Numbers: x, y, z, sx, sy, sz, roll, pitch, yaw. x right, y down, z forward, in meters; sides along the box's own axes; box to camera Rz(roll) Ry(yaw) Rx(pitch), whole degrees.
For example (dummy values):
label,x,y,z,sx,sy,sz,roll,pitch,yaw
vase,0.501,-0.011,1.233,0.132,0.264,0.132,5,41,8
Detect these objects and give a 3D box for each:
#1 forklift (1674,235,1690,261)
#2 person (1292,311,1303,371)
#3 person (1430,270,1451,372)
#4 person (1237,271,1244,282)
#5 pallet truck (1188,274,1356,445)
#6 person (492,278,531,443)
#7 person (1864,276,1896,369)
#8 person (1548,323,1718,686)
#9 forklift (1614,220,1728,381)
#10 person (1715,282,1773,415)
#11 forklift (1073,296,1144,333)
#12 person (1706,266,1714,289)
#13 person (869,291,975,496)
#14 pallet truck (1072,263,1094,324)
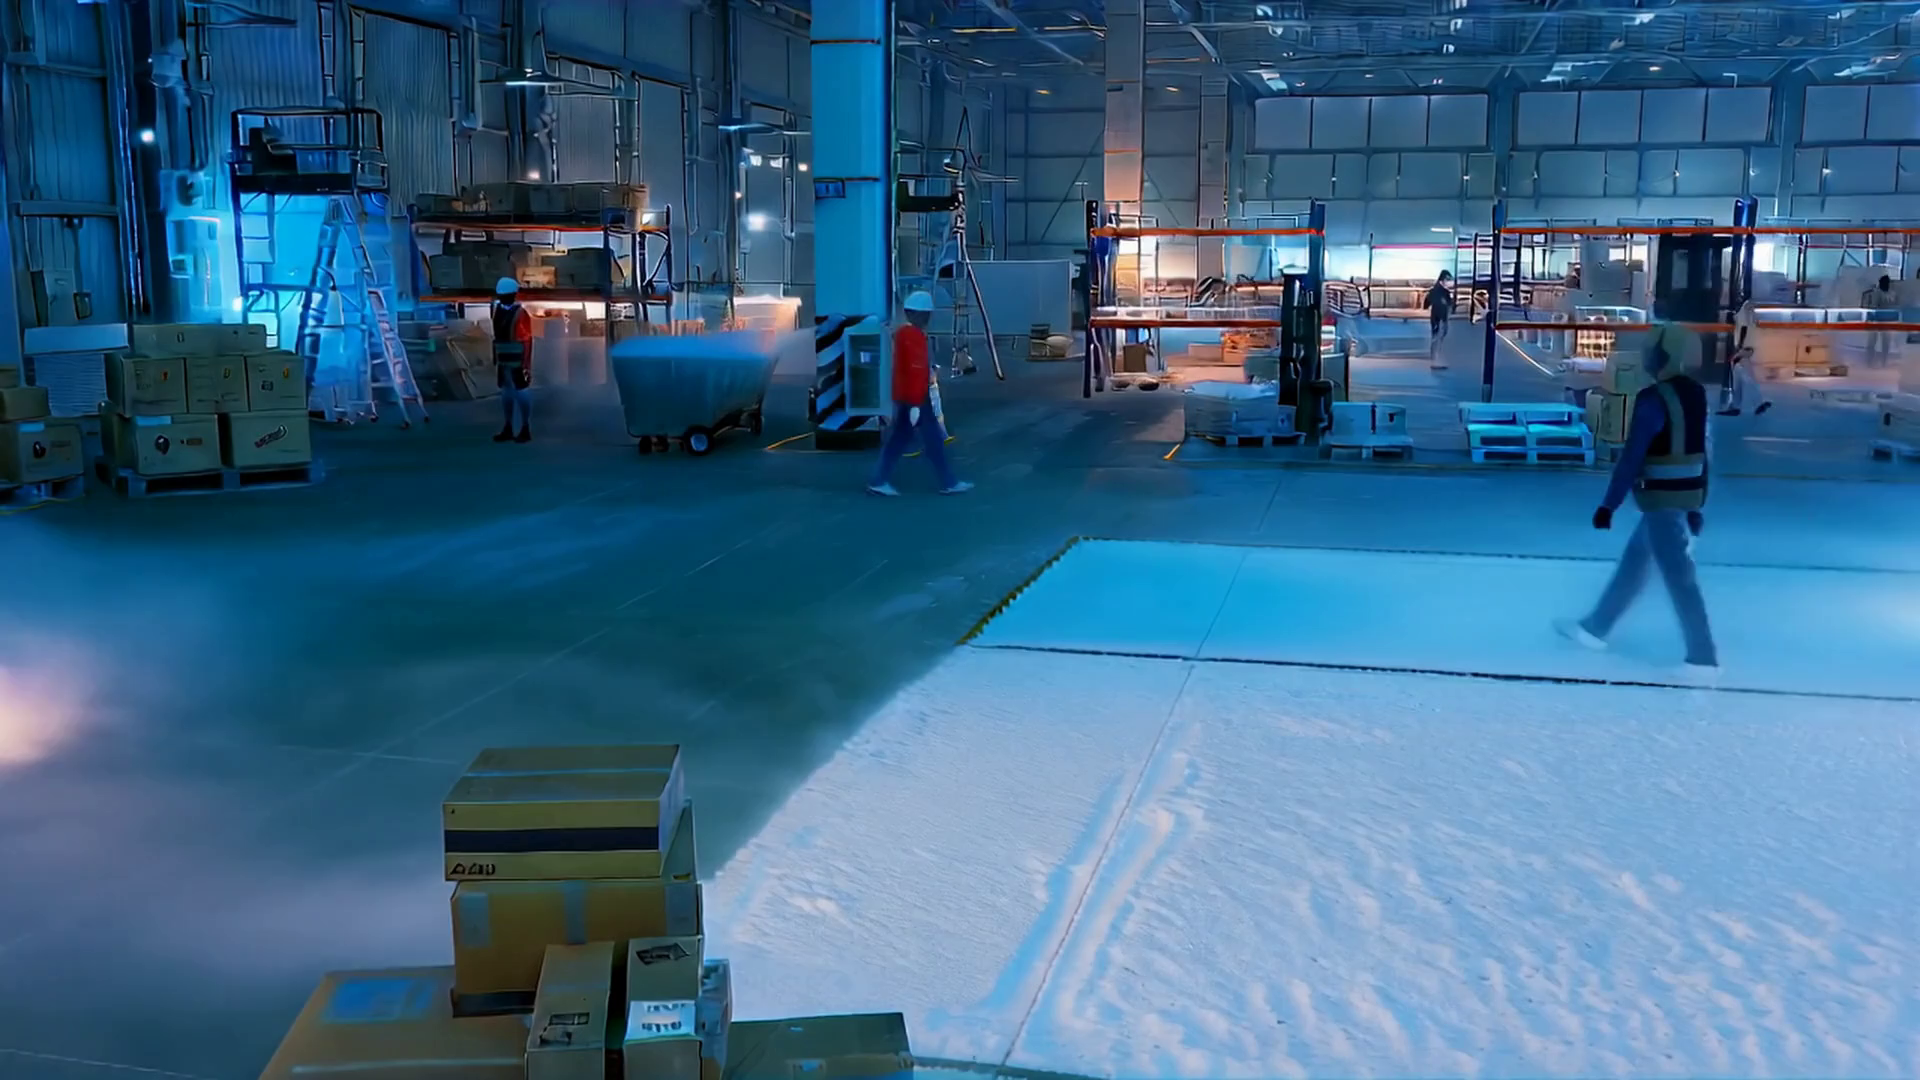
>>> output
label,x,y,z,sx,sy,sz,roll,pitch,yaw
forklift,21.129,-7.574,48.997,1.873,2.768,1.129,7,12,34
person,6.613,-4.099,31.919,0.335,1.735,0.484,6,11,32
person,9.219,-4.196,31.877,0.372,1.940,0.632,6,11,32
person,9.984,-8.704,59.144,0.370,1.685,0.540,-3,10,-18
pallet truck,3.653,-2.138,19.590,1.885,1.965,0.823,-4,10,-20
person,-5.297,-2.109,19.593,0.546,1.938,0.361,5,11,27
person,18.114,-4.268,32.663,0.641,1.820,0.660,-1,10,-6
person,3.557,-0.203,8.669,1.001,1.829,0.581,9,13,44
forklift,12.440,-4.144,28.802,1.873,2.768,1.129,-4,10,-20
person,10.866,-2.622,22.967,0.583,1.879,0.591,7,12,37
forklift,4.260,-7.282,47.279,1.873,2.768,1.129,2,10,14
person,22.859,-7.399,50.792,0.362,1.929,0.629,5,11,29
person,-0.391,-1.323,15.152,0.981,1.878,0.608,-3,10,-19
pallet truck,4.325,-8.180,55.162,0.823,1.965,1.885,6,11,31
